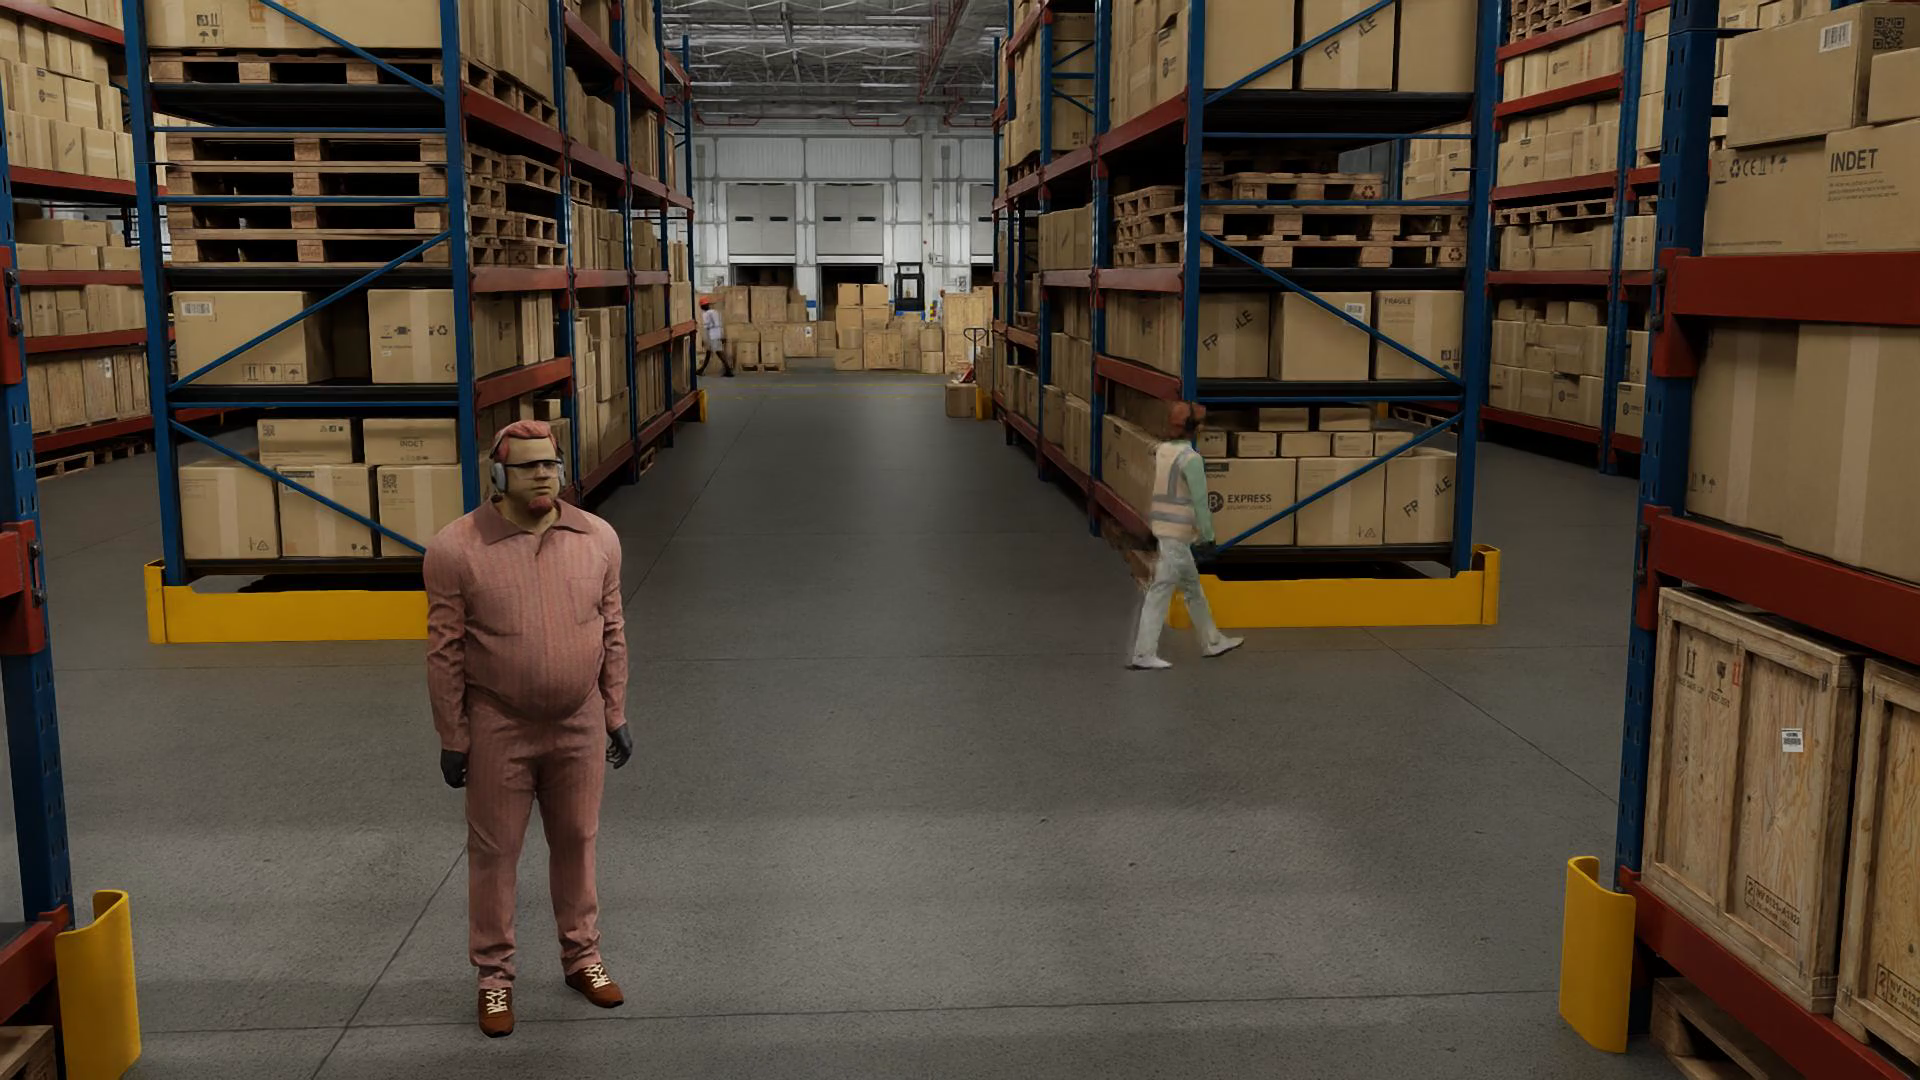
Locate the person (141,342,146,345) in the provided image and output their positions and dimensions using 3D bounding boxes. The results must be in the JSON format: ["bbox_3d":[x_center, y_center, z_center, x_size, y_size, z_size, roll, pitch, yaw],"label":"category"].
[{"bbox_3d":[-25.758,-6.876,52.803,0.555,1.650,0.850,1,9,8],"label":"person"}]

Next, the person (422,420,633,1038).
[{"bbox_3d":[-1.334,0.577,5.244,0.643,1.913,0.408,-6,11,-33],"label":"person"}]

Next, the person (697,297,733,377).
[{"bbox_3d":[-5.728,-4.672,38.407,1.075,1.846,0.548,2,9,12],"label":"person"}]

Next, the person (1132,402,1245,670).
[{"bbox_3d":[1.396,-0.021,9.933,0.823,1.595,0.547,-2,9,-13],"label":"person"}]

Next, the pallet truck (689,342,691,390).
[{"bbox_3d":[-5.225,-3.008,27.480,1.885,1.965,0.823,2,9,14],"label":"pallet truck"}]

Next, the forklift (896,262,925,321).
[{"bbox_3d":[-1.795,-8.581,59.711,1.129,2.768,1.873,-1,9,-4],"label":"forklift"}]

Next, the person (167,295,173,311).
[{"bbox_3d":[-28.930,-8.261,60.501,0.637,1.978,0.622,-2,9,-14],"label":"person"}]

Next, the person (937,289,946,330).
[{"bbox_3d":[-0.618,-8.358,61.607,0.600,1.847,0.953,-4,10,-26],"label":"person"}]

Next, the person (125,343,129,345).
[{"bbox_3d":[-25.452,-6.621,51.026,0.542,1.712,0.903,-1,9,-7],"label":"person"}]
